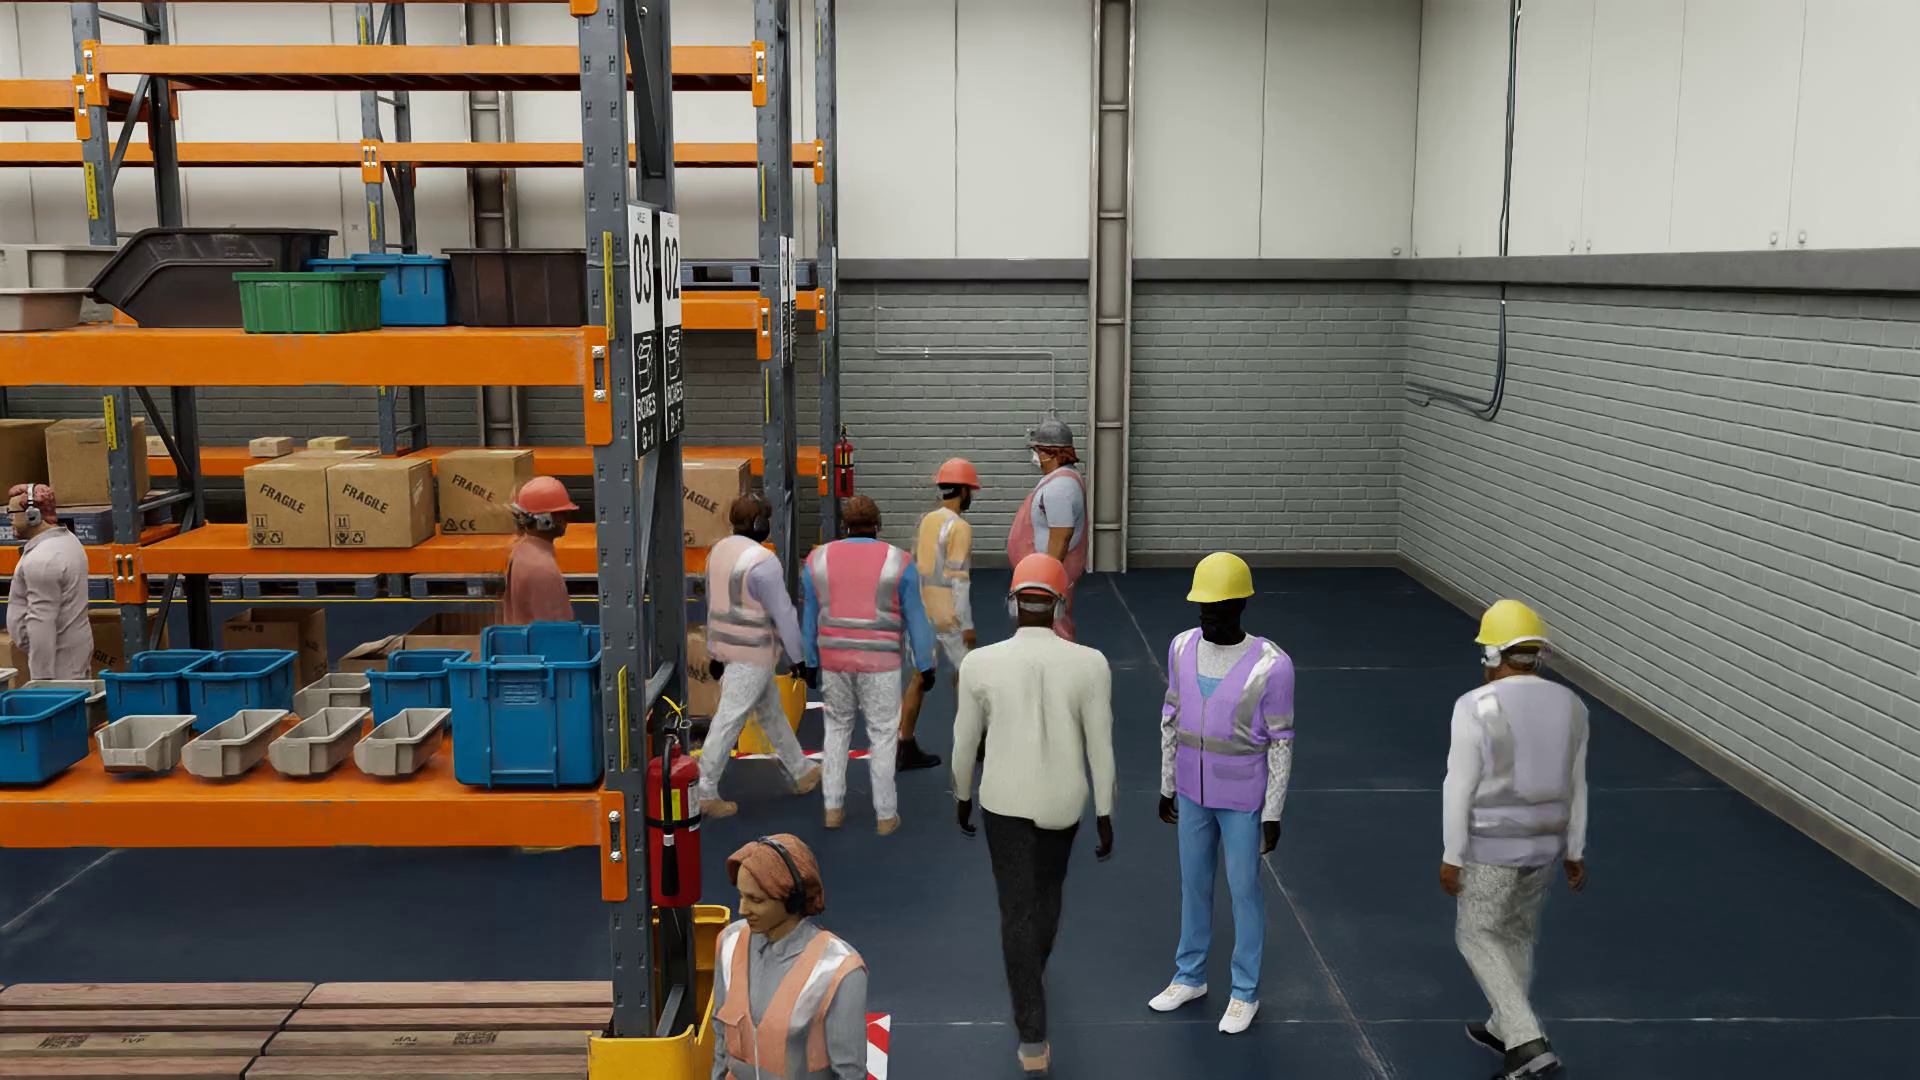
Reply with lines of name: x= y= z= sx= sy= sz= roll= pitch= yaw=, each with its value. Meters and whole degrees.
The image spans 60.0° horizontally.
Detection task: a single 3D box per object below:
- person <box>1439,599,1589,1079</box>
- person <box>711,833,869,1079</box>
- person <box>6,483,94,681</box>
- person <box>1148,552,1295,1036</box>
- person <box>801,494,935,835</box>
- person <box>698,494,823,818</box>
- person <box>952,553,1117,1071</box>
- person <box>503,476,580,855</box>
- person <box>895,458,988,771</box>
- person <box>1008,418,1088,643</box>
person: x=2.096 y=1.139 z=6.206 sx=0.613 sy=1.800 sz=0.673 roll=-3 pitch=10 yaw=-20
person: x=-0.430 y=1.535 z=4.269 sx=0.524 sy=1.631 sz=0.316 roll=7 pitch=12 yaw=37
person: x=-4.910 y=0.635 z=8.988 sx=0.394 sy=1.898 sz=0.641 roll=-3 pitch=10 yaw=-17
person: x=1.040 y=0.998 z=6.649 sx=0.585 sy=1.928 sz=0.368 roll=8 pitch=12 yaw=40
person: x=-0.500 y=0.669 z=8.966 sx=0.718 sy=1.833 sz=0.433 roll=2 pitch=9 yaw=13
person: x=-1.136 y=0.635 z=9.324 sx=1.011 sy=1.782 sz=0.627 roll=-5 pitch=11 yaw=-29
person: x=0.287 y=1.016 z=6.568 sx=0.631 sy=1.924 sz=1.081 roll=-1 pitch=9 yaw=-4
person: x=-2.125 y=0.656 z=8.575 sx=0.431 sy=1.976 sz=0.630 roll=-4 pitch=10 yaw=-22
person: x=-0.030 y=0.451 z=10.117 sx=0.883 sy=1.888 sz=0.564 roll=-5 pitch=10 yaw=-28
person: x=0.591 y=0.185 z=11.288 sx=0.537 sy=2.000 sz=0.679 roll=1 pitch=9 yaw=8
